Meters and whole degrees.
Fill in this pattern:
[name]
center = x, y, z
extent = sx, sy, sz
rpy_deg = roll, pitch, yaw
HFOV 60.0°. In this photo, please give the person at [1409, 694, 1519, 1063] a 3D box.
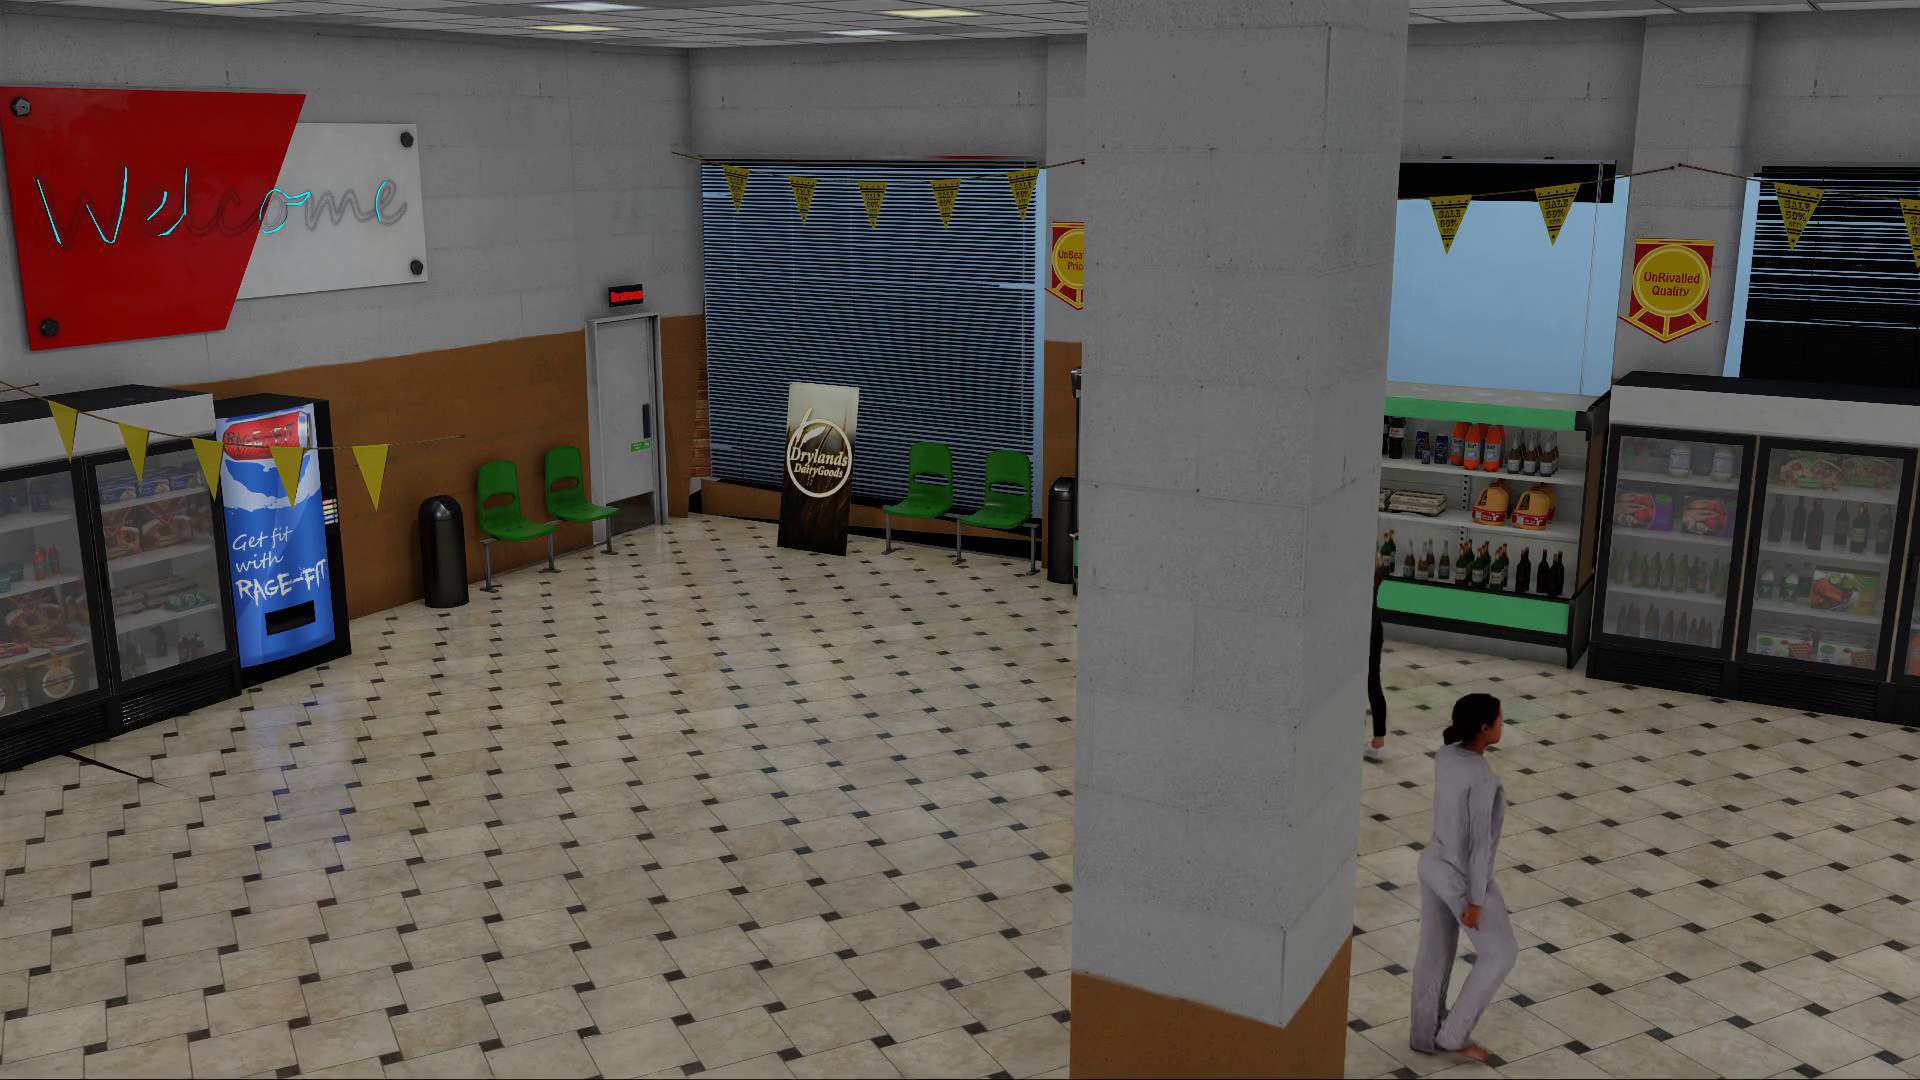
[person]
center = 2.166, 1.523, 7.458
extent = 0.820, 1.725, 0.760
rpy_deg = -4, 14, -15
